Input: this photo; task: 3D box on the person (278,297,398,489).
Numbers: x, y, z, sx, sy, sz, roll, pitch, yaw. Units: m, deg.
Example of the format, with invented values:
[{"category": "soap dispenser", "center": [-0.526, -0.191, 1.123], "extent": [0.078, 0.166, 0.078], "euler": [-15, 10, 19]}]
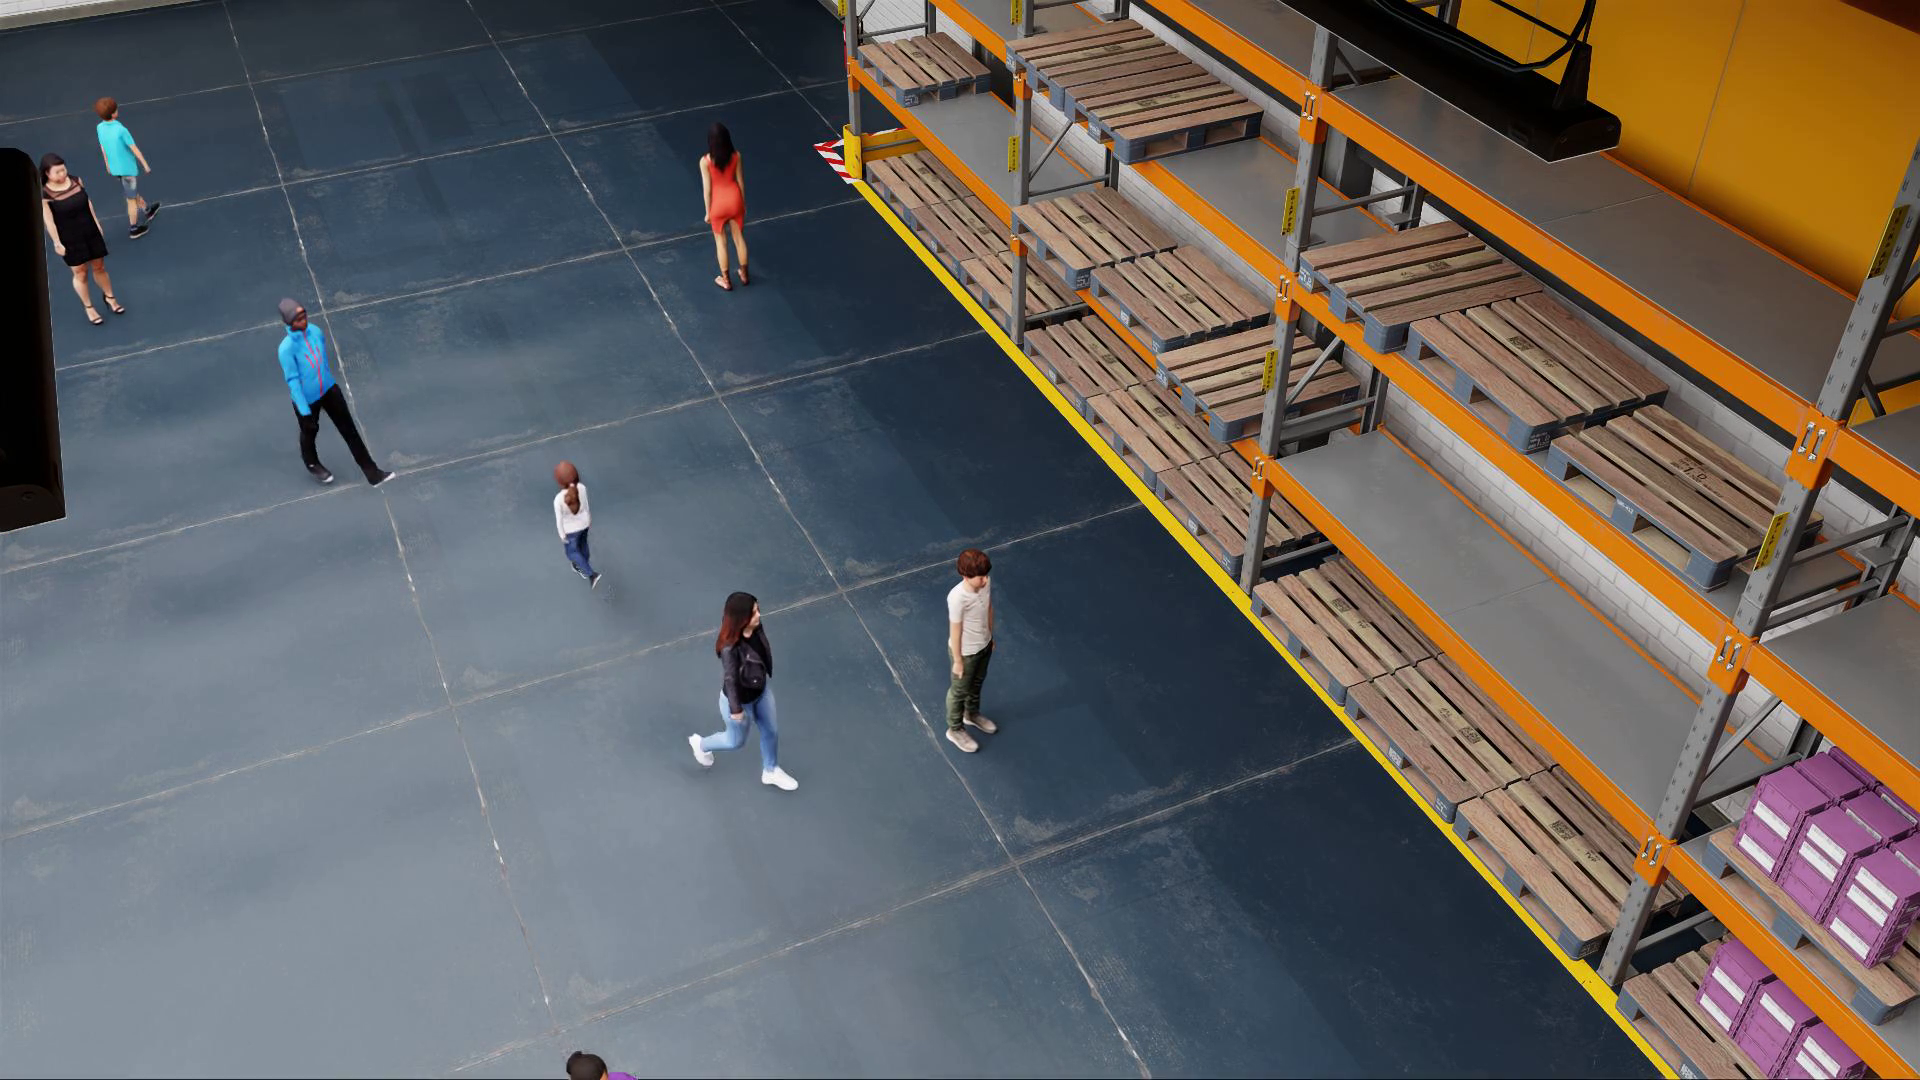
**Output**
[{"category": "person", "center": [-5.273, -1.169, 13.424], "extent": [1.232, 1.747, 1.073], "euler": [19, 42, 22]}]

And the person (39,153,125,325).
[{"category": "person", "center": [-8.249, -2.822, 15.523], "extent": [0.780, 1.711, 0.747], "euler": [20, 43, 23]}]

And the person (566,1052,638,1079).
[{"category": "person", "center": [-1.745, 3.031, 8.178], "extent": [0.865, 1.731, 1.221], "euler": [-29, 47, -31]}]

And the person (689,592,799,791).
[{"category": "person", "center": [-1.465, 1.001, 10.820], "extent": [1.087, 1.607, 1.011], "euler": [14, 41, 16]}]

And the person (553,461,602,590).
[{"category": "person", "center": [-2.888, -0.099, 12.603], "extent": [0.724, 1.101, 0.583], "euler": [30, 47, 32]}]

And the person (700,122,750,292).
[{"category": "person", "center": [-2.253, -3.207, 15.999], "extent": [0.584, 1.718, 0.530], "euler": [-18, 42, -21]}]

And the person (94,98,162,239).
[{"category": "person", "center": [-8.569, -3.766, 16.937], "extent": [0.854, 1.422, 0.921], "euler": [12, 40, 14]}]

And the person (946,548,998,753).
[{"category": "person", "center": [0.063, 0.710, 11.148], "extent": [0.662, 1.651, 0.644], "euler": [24, 44, 27]}]
